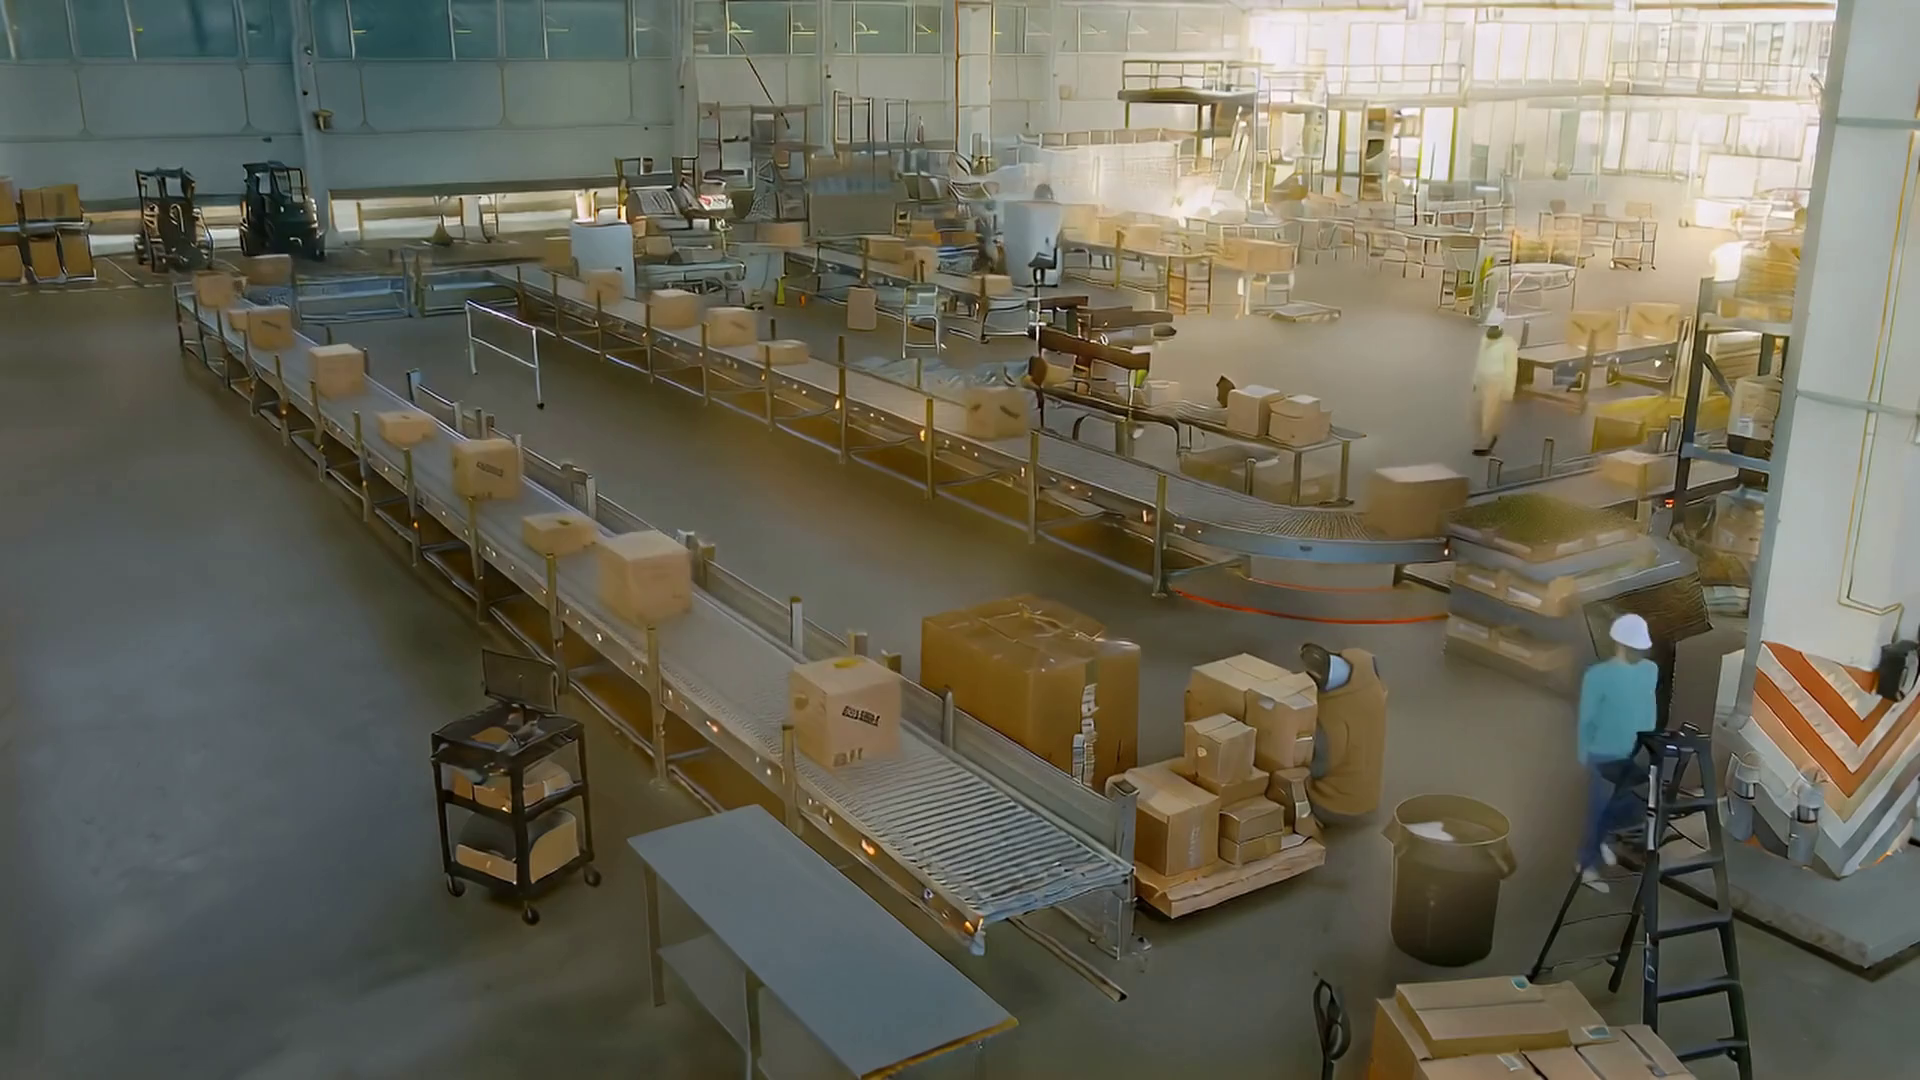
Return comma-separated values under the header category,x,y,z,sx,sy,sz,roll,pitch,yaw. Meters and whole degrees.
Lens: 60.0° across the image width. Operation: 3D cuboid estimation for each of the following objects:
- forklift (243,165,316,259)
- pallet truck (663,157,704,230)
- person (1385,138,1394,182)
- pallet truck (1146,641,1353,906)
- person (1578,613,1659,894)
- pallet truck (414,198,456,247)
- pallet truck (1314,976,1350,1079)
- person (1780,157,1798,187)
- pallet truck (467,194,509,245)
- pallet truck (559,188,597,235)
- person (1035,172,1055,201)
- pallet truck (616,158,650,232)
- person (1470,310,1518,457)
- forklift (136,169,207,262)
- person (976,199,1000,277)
category,x,y,z,sx,sy,sz,roll,pitch,yaw
forklift,-15.898,-7.669,38.708,1.157,1.987,2.680,-11,20,-33
pallet truck,-7.586,-9.308,44.692,0.823,1.965,1.885,-11,20,-33
person,14.472,-12.710,56.275,0.505,1.845,0.345,-13,21,-38
pallet truck,1.664,1.407,10.232,1.630,1.274,0.653,-10,20,-31
person,3.920,1.264,9.928,0.543,1.756,0.370,-5,17,-16
pallet truck,-13.250,-8.060,41.856,0.680,1.201,1.601,-10,20,-31
pallet truck,2.299,2.390,7.086,1.601,1.201,0.680,-2,17,-7
person,23.913,-10.208,48.117,0.536,1.749,0.556,-5,17,-16
pallet truck,-11.983,-8.177,42.137,0.704,1.261,1.522,-11,20,-33
pallet truck,-10.010,-8.652,43.699,0.653,1.274,1.630,-10,20,-31
person,2.060,-7.969,40.422,0.514,1.891,0.648,-8,18,-24
pallet truck,-8.918,-9.176,44.255,0.823,1.965,1.885,-9,19,-27
person,6.552,-1.920,20.418,0.496,1.816,0.611,-7,18,-22
forklift,-17.842,-7.318,37.559,1.157,1.987,2.680,-10,20,-31
person,0.579,-5.686,32.628,0.653,2.006,0.703,-16,23,-42
